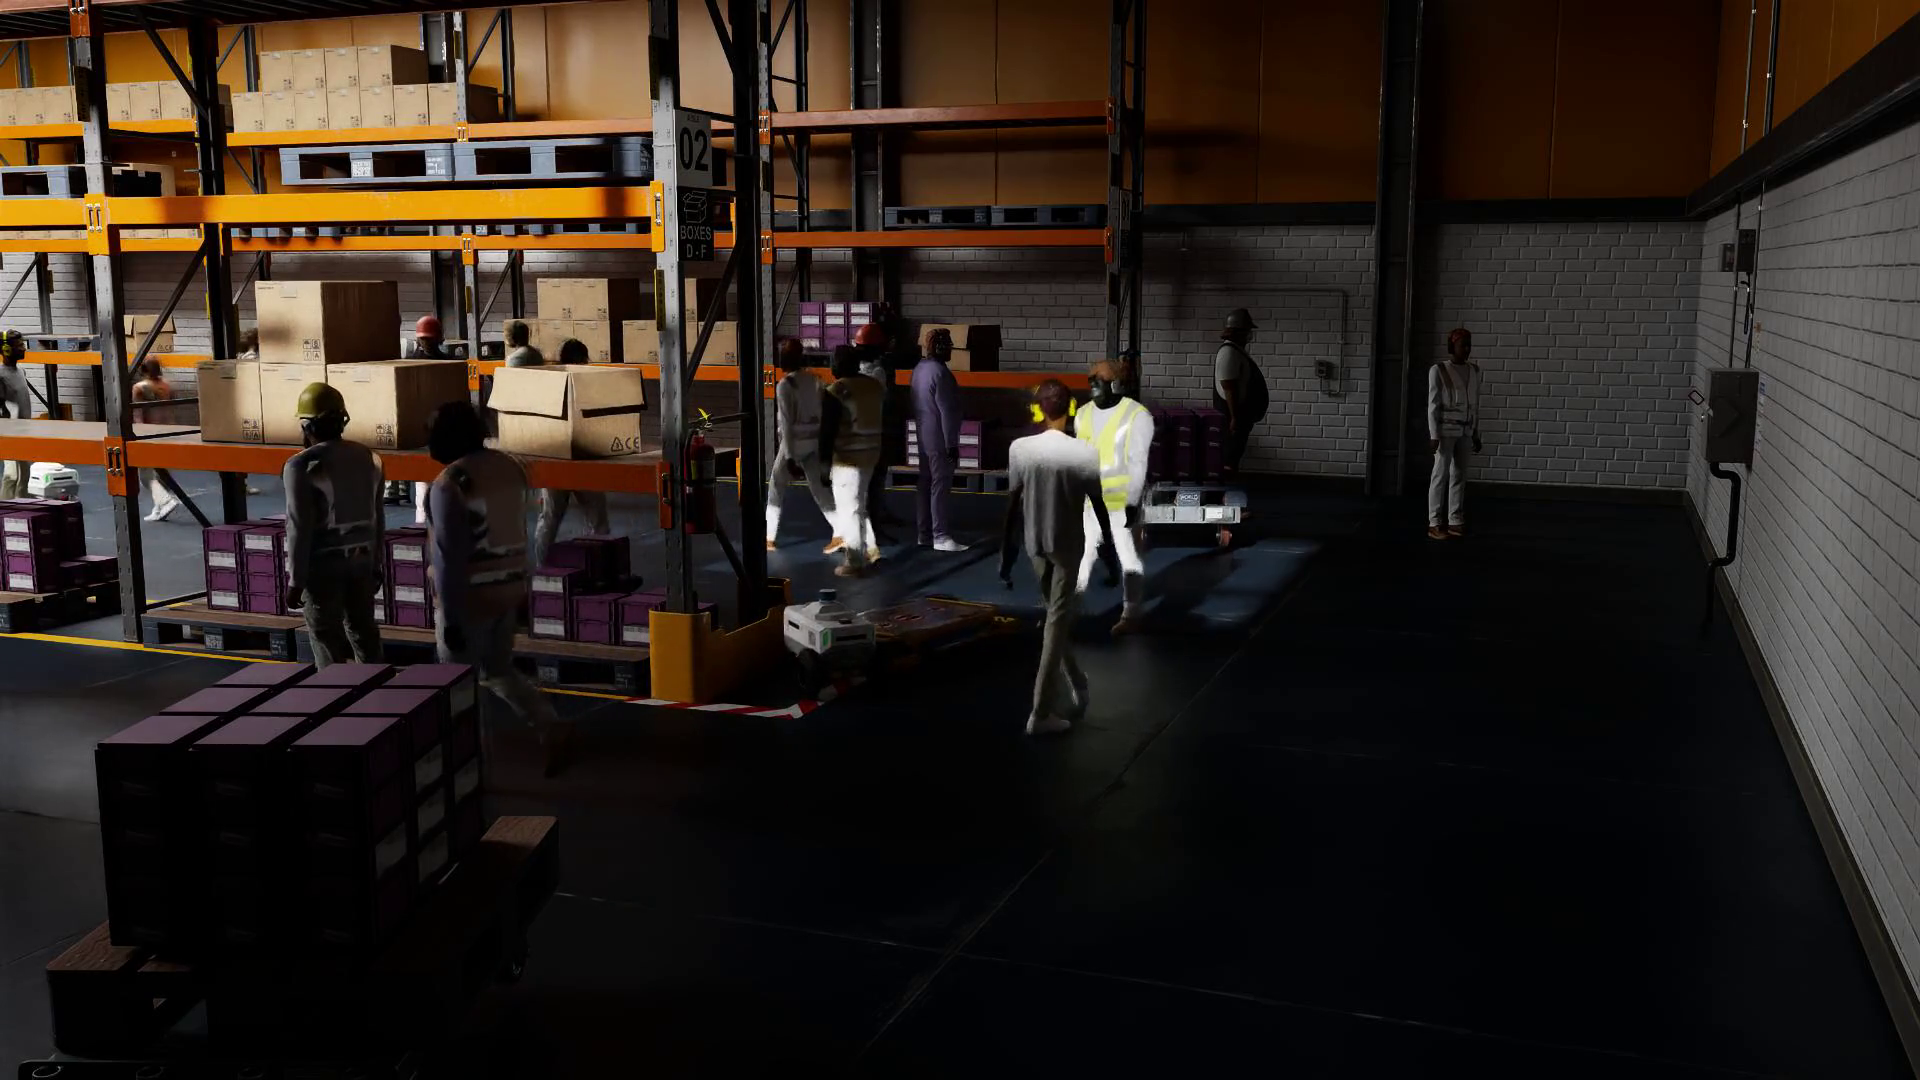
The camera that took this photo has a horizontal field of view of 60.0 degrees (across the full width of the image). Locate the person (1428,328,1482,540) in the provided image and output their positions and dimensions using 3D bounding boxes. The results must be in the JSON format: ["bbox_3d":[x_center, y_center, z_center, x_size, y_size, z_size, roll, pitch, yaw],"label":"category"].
[{"bbox_3d":[4.435,-0.947,14.904,0.574,1.883,0.356,-5,10,-27],"label":"person"}]

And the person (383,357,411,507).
[{"bbox_3d":[-5.838,-1.259,17.002,0.404,1.837,0.593,2,9,10],"label":"person"}]

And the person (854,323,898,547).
[{"bbox_3d":[-0.793,-0.907,14.472,0.374,1.939,0.545,-8,12,-41],"label":"person"}]

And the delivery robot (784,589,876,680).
[{"bbox_3d":[-0.753,0.523,9.533,0.477,0.478,0.707,-4,10,-25],"label":"delivery robot"}]

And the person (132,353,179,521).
[{"bbox_3d":[-7.655,-0.965,15.801,0.427,1.629,0.538,2,9,13],"label":"person"}]

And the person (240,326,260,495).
[{"bbox_3d":[-7.433,-1.379,17.843,0.931,1.800,0.535,-6,11,-34],"label":"person"}]

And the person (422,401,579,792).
[{"bbox_3d":[-2.107,0.276,7.466,0.635,1.808,0.630,4,10,23],"label":"person"}]

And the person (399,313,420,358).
[{"bbox_3d":[-6.638,-1.731,19.612,0.608,1.950,0.379,-3,10,-18],"label":"person"}]

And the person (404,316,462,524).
[{"bbox_3d":[-4.768,-1.029,15.073,0.622,1.990,0.402,-1,9,-4],"label":"person"}]

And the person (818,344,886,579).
[{"bbox_3d":[-0.849,-0.606,12.940,0.447,1.822,0.649,7,12,39],"label":"person"}]

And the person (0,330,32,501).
[{"bbox_3d":[-8.463,-0.945,14.931,0.315,1.868,0.534,0,9,-2],"label":"person"}]

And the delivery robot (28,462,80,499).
[{"bbox_3d":[-9.151,-0.615,16.679,0.707,0.478,0.477,7,12,38],"label":"delivery robot"}]

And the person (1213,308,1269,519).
[{"bbox_3d":[2.734,-1.235,16.215,0.538,2.000,0.683,2,9,9],"label":"person"}]

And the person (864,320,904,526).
[{"bbox_3d":[-0.753,-1.100,15.683,0.372,1.940,0.632,-2,9,-15],"label":"person"}]

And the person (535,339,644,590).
[{"bbox_3d":[-2.800,-0.518,12.190,0.996,1.883,0.636,7,11,37],"label":"person"}]

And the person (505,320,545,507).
[{"bbox_3d":[-4.436,-1.275,16.891,0.840,1.911,0.647,2,9,10],"label":"person"}]

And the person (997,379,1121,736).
[{"bbox_3d":[0.549,0.067,8.748,0.611,1.806,0.947,5,10,28],"label":"person"}]

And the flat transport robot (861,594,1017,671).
[{"bbox_3d":[-0.288,0.564,10.456,0.652,0.197,1.431,6,11,33],"label":"flat transport robot"}]

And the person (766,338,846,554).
[{"bbox_3d":[-1.336,-0.790,14.097,1.007,1.838,0.555,6,11,34],"label":"person"}]

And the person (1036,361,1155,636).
[{"bbox_3d":[0.904,-0.238,10.691,0.647,1.800,0.912,8,12,40],"label":"person"}]

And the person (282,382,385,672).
[{"bbox_3d":[-3.123,0.131,8.286,0.403,1.830,0.601,5,10,26],"label":"person"}]

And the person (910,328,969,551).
[{"bbox_3d":[-0.173,-0.857,14.260,0.408,1.909,0.642,-5,10,-26],"label":"person"}]
